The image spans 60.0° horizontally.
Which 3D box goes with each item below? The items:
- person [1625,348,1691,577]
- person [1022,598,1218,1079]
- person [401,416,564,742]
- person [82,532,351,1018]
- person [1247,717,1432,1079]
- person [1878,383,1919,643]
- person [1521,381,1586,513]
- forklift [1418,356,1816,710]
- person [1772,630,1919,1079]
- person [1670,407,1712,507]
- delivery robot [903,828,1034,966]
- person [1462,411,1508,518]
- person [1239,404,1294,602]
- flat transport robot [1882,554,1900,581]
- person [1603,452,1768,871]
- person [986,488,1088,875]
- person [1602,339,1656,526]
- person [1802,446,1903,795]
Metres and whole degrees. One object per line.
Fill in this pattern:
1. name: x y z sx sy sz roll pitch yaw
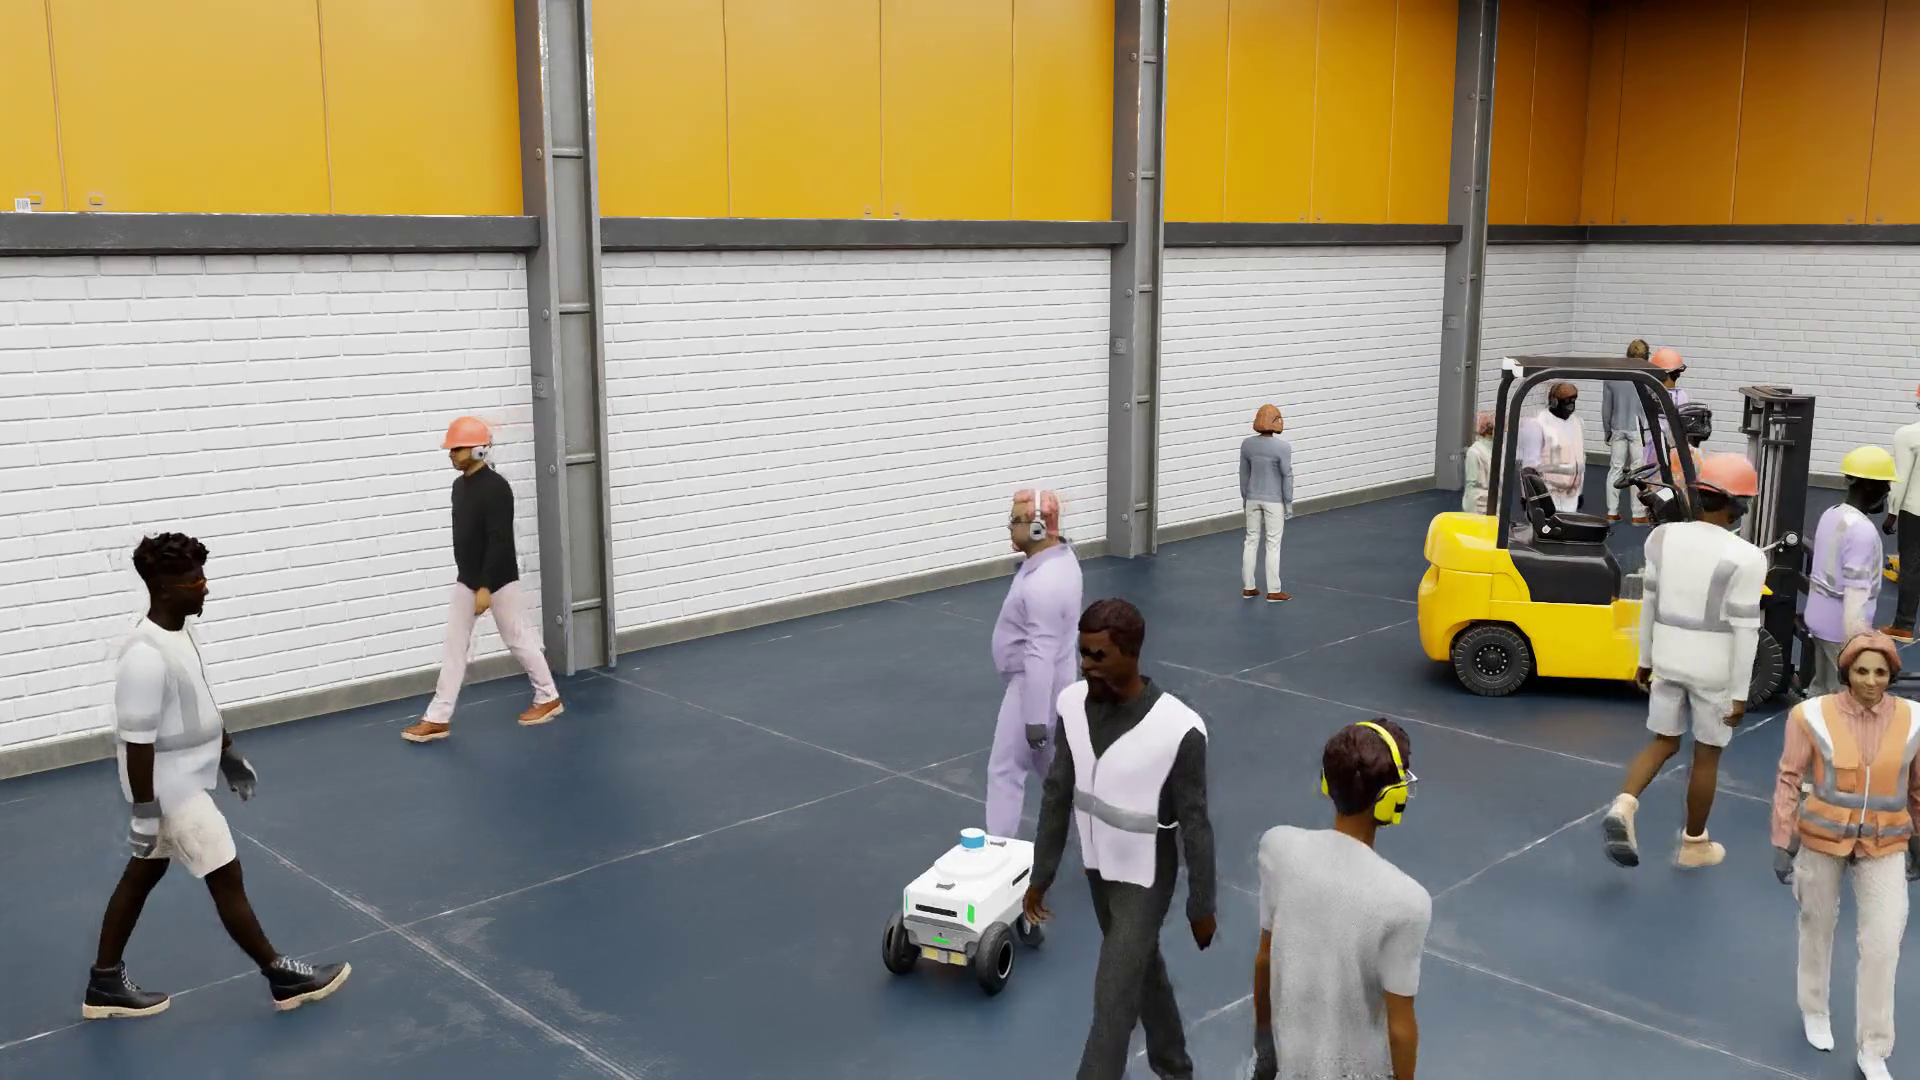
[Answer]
1. person: 6.034 -0.628 14.363 0.376 2.044 0.607 9 14 40
2. person: 0.454 1.113 5.339 0.979 1.864 0.579 -7 13 -35
3. person: -2.877 0.222 10.023 0.621 1.947 1.016 9 14 40
4. person: -2.939 0.905 6.358 0.999 1.913 0.626 -3 11 -17
5. person: 0.886 1.346 4.122 0.558 1.849 0.536 -10 14 -42
6. person: 7.147 -0.229 12.316 0.611 1.996 0.387 0 10 -3
7. person: 4.892 -0.425 13.884 0.630 1.822 0.625 -6 12 -29
8. forklift: 4.276 -0.101 11.076 2.313 2.155 1.214 2 11 13
9. person: 3.189 1.128 5.938 0.543 1.608 0.711 3 11 18
10. person: 5.839 -0.208 13.091 0.819 1.655 0.553 7 13 35
11. delivery robot: 0.053 1.439 6.896 0.477 0.478 0.707 5 12 25
12. person: 4.232 -0.239 13.370 0.543 1.619 0.393 -8 13 -37
13. person: 2.530 -0.308 13.726 0.500 1.636 0.280 10 14 42
14. flat transport robot: 8.363 0.342 13.907 0.652 0.197 1.431 1 10 5
15. person: 3.366 0.603 7.737 0.703 2.027 0.644 -6 12 -32
16. person: 0.373 0.684 7.648 0.824 1.881 0.663 2 11 13
17. person: 6.982 -1.116 17.309 0.376 1.940 0.629 -9 14 -41
18. person: 4.677 0.460 8.769 0.397 1.921 0.595 3 11 14
